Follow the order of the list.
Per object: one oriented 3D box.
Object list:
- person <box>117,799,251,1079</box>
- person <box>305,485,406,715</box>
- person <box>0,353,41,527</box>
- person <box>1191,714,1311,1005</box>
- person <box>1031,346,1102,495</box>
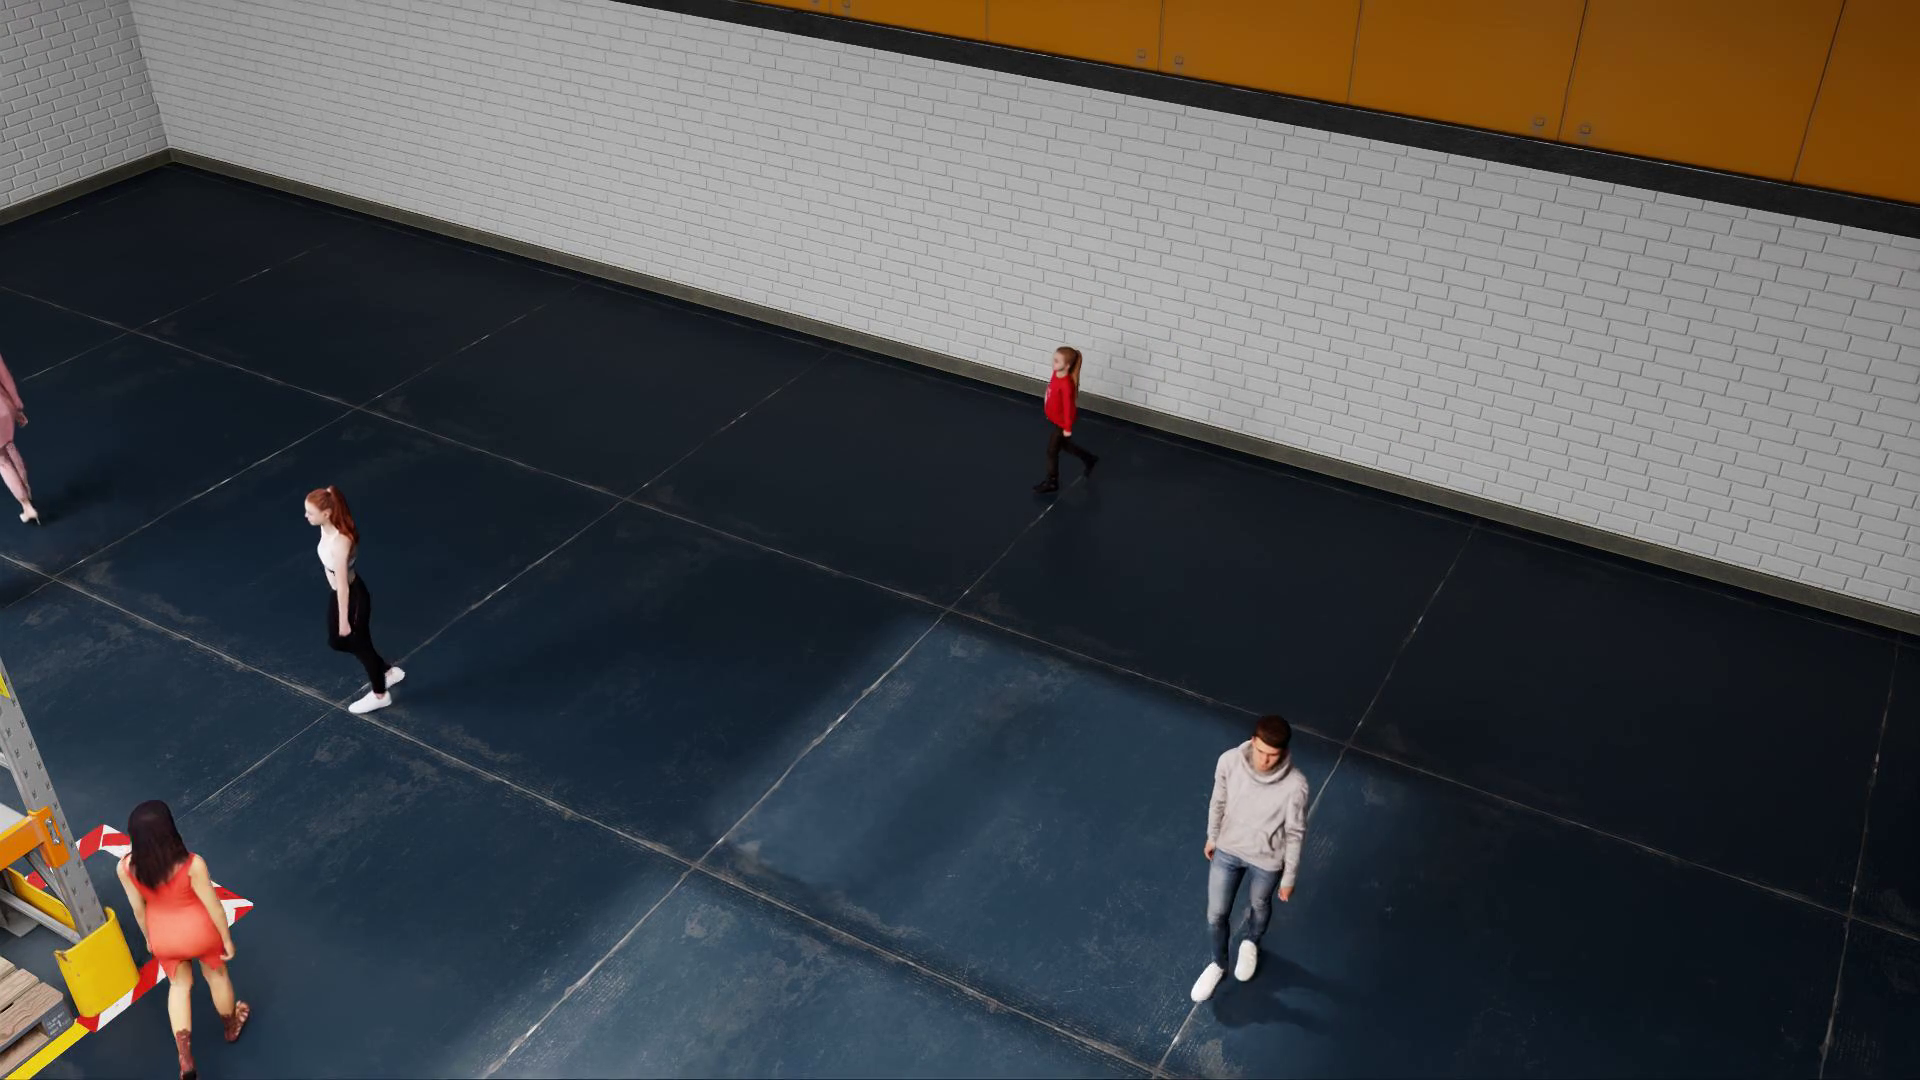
[{"bbox_3d":[-3.855,2.021,8.233,0.925,1.702,1.022,-5,34,-7],"label":"person"},{"bbox_3d":[-3.827,0.376,10.678,0.784,1.737,0.739,-16,37,-23],"label":"person"},{"bbox_3d":[-7.245,-0.872,12.514,0.680,1.782,0.582,19,38,27],"label":"person"},{"bbox_3d":[1.577,1.583,8.773,0.724,1.835,0.851,15,36,21],"label":"person"},{"bbox_3d":[0.849,-0.957,13.106,0.821,1.268,0.802,-5,34,-8],"label":"person"}]
